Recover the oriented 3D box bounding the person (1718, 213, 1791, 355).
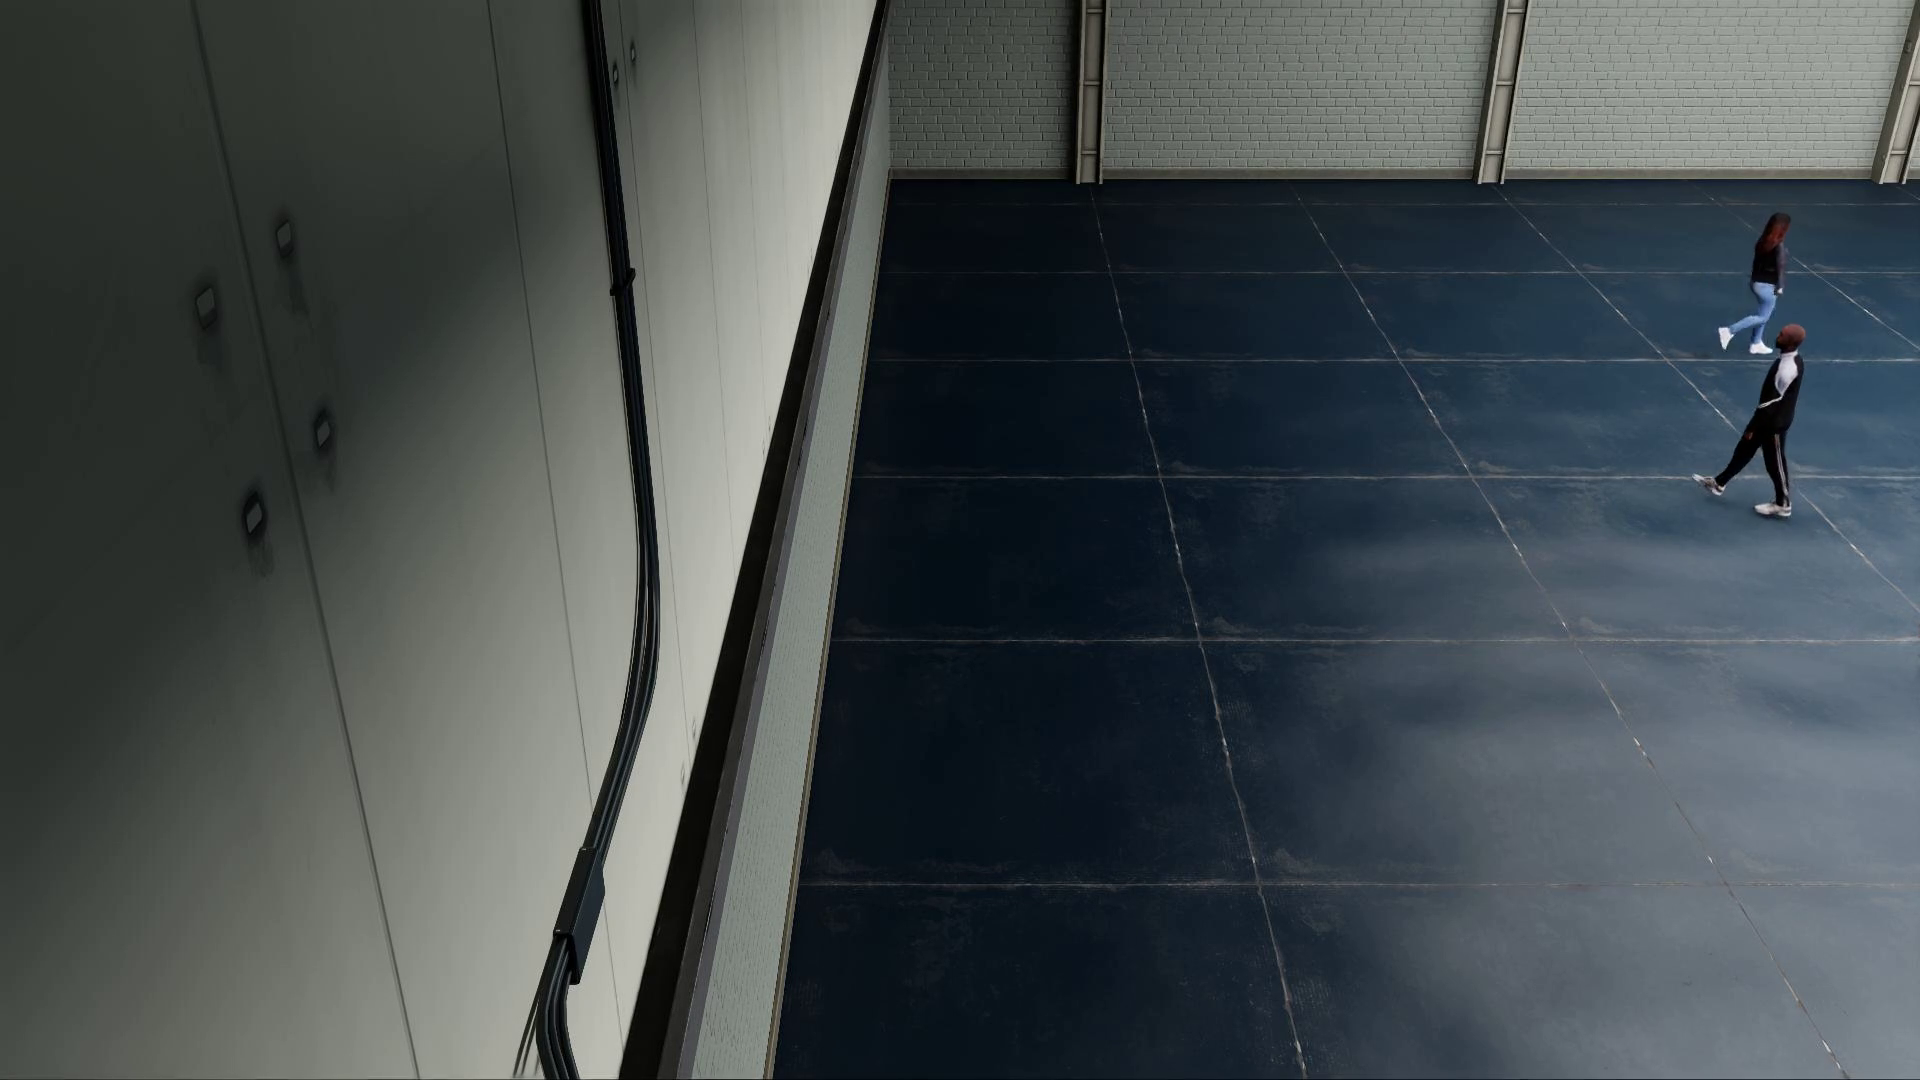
[{"bbox_3d":[8.826,-2.800,18.388,0.889,1.611,0.638,1,28,1],"label":"person"}]

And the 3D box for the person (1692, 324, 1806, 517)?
[{"bbox_3d":[7.380,-1.035,14.882,1.246,1.792,1.058,16,32,27],"label":"person"}]
